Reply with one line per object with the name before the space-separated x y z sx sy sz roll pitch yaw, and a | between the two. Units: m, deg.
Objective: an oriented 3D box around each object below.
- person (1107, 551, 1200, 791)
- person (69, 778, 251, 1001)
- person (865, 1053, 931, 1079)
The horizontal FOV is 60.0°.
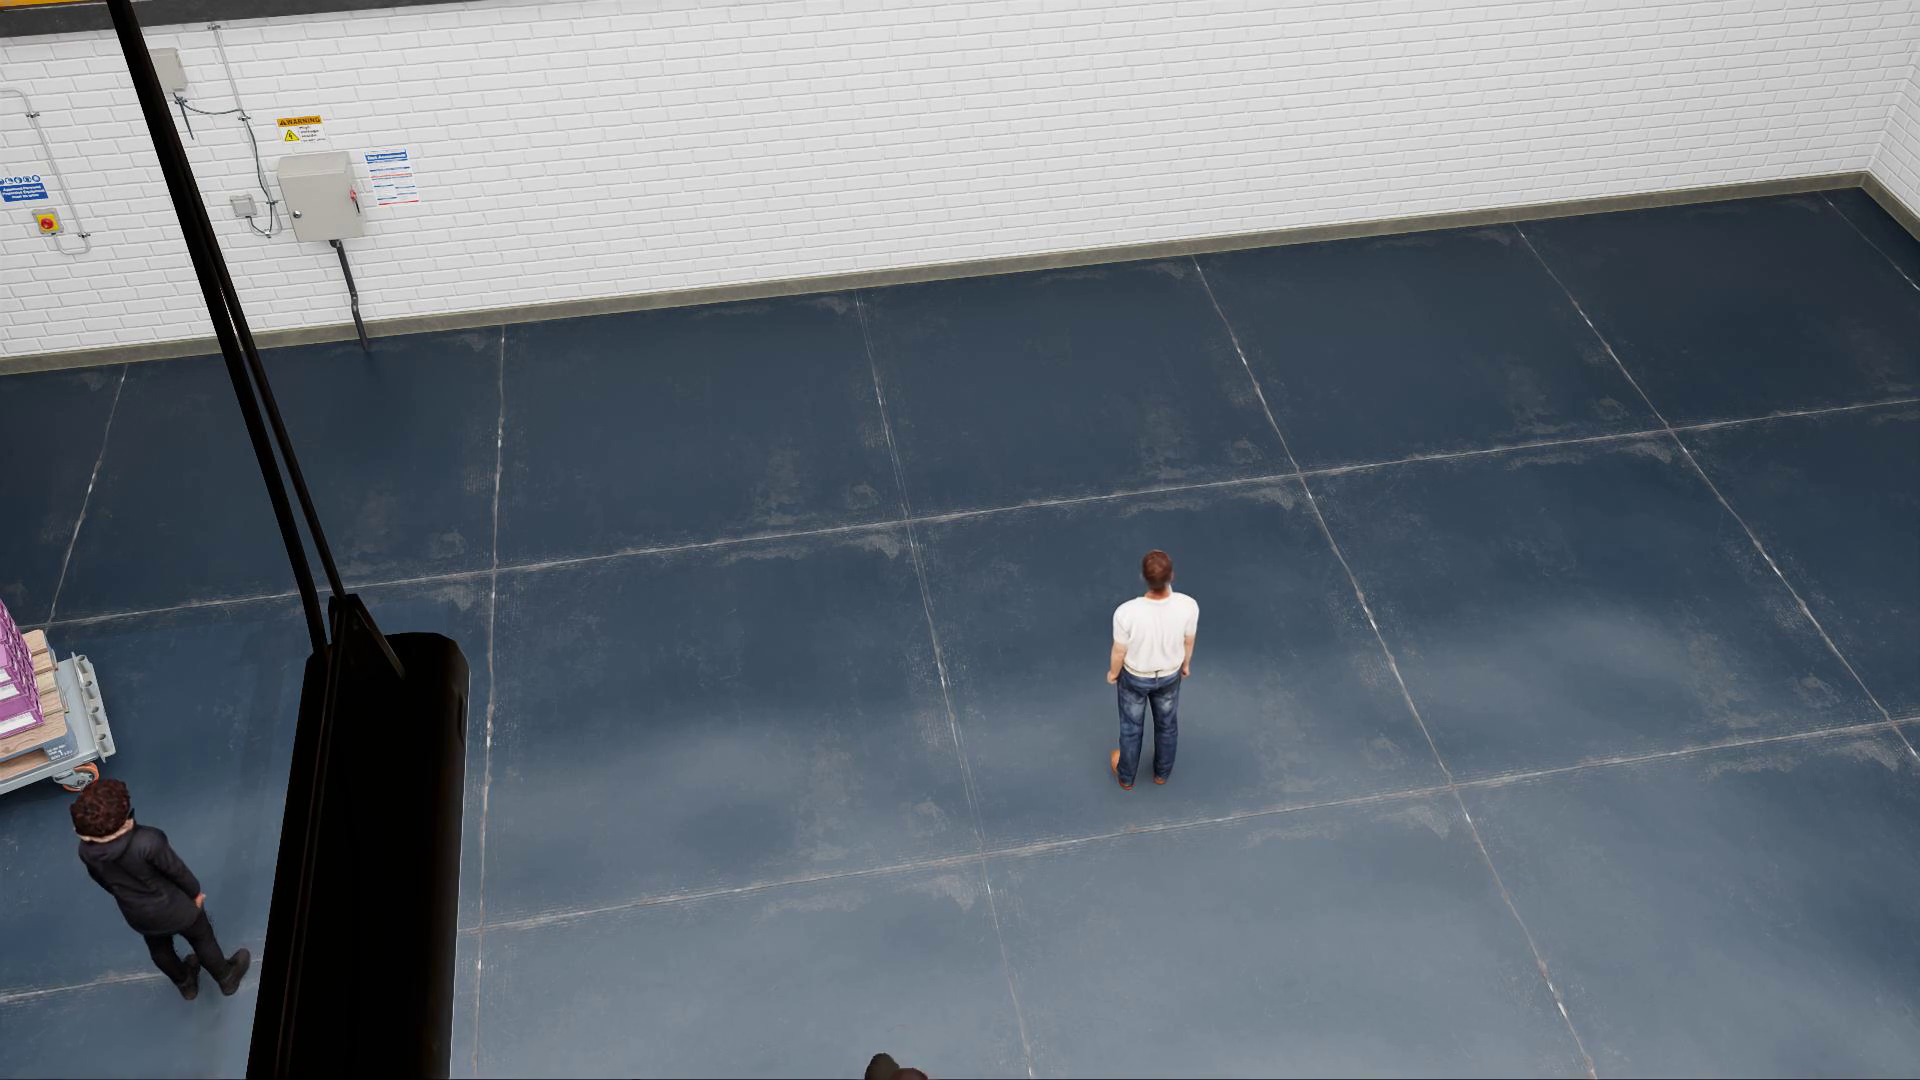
person | 1.127 0.800 9.830 0.663 1.849 0.566 -5 44 -5
person | -4.235 1.882 8.743 0.646 1.781 0.625 -2 44 -2
person | -0.290 2.830 7.747 0.743 1.782 0.904 30 51 28
